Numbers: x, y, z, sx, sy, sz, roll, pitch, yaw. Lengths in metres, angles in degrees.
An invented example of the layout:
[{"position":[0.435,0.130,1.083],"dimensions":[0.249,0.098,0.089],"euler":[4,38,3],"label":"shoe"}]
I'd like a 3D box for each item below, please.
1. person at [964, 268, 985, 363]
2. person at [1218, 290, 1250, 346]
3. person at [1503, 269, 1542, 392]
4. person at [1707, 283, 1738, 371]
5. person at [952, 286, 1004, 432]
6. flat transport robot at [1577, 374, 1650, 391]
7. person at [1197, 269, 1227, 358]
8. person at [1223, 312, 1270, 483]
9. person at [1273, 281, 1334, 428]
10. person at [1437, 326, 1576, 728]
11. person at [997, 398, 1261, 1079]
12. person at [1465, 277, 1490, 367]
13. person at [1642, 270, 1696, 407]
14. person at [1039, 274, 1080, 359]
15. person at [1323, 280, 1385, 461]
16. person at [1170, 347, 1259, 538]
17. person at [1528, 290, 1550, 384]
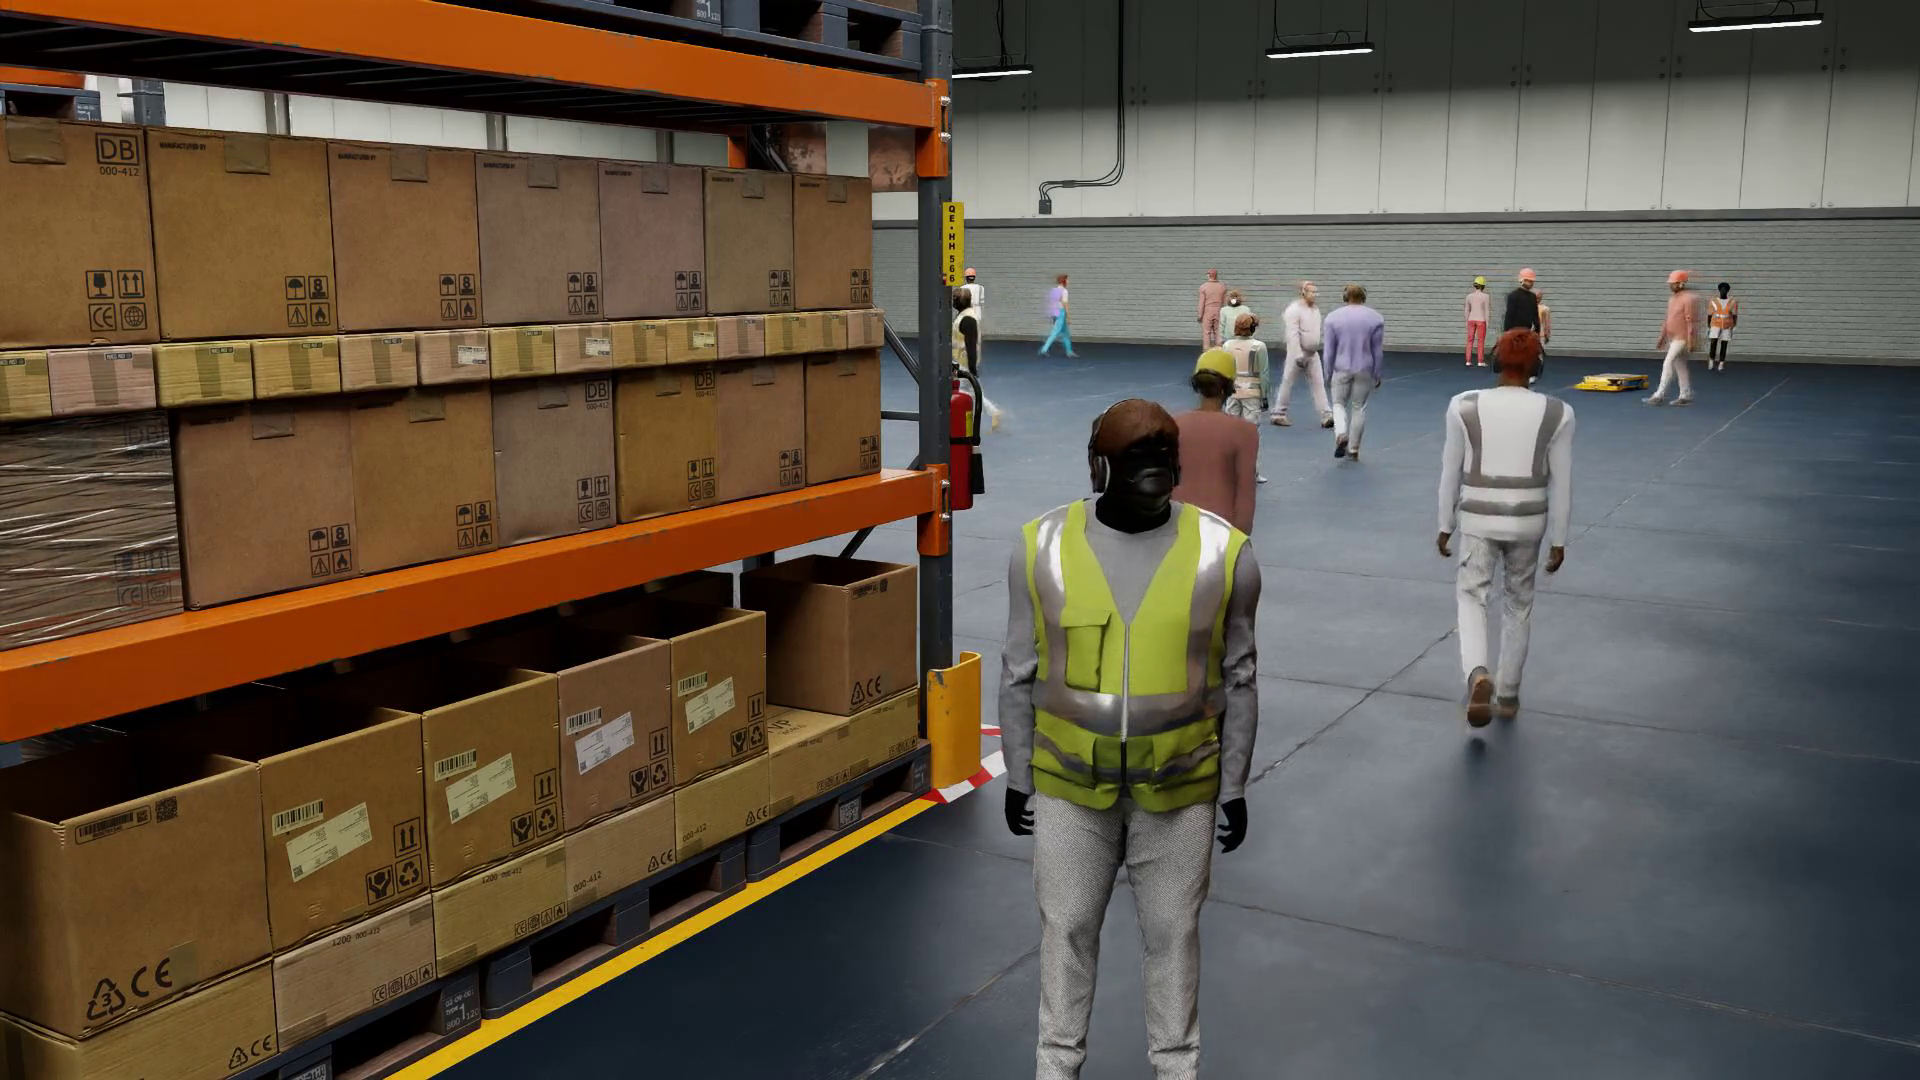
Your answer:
[{"position":[0.224,-4.554,33.804],"dimensions":[0.542,1.937,0.360],"euler":[-4,10,-21],"label":"person"},{"position":[4.536,-3.331,27.552],"dimensions":[0.532,1.617,0.386],"euler":[4,10,20],"label":"person"},{"position":[8.965,-3.282,26.244],"dimensions":[0.654,1.967,0.776],"euler":[-6,12,-33],"label":"person"},{"position":[14.431,-4.024,31.481],"dimensions":[0.538,1.674,0.688],"euler":[3,10,19],"label":"person"},{"position":[0.129,-2.165,20.184],"dimensions":[0.746,1.818,0.626],"euler":[0,10,0],"label":"person"},{"position":[10.666,-2.580,27.119],"dimensions":[0.652,0.197,1.431],"euler":[9,13,41],"label":"flat transport robot"},{"position":[5.297,-4.755,35.055],"dimensions":[0.647,1.913,0.409],"euler":[-3,10,-19],"label":"person"},{"position":[2.734,-1.360,15.976],"dimensions":[0.514,1.641,0.307],"euler":[8,13,40],"label":"person"},{"position":[4.394,-2.334,21.061],"dimensions":[0.646,1.854,1.003],"euler":[-7,12,-37],"label":"person"},{"position":[2.508,-0.053,7.679],"dimensions":[0.591,1.862,0.749],"euler":[3,10,16],"label":"person"},{"position":[0.399,0.580,4.020],"dimensions":[0.629,1.846,0.429],"euler":[1,10,7],"label":"person"},{"position":[10.209,-4.296,32.791],"dimensions":[0.315,1.769,0.523],"euler":[-10,14,-44],"label":"person"},{"position":[10.238,-2.902,24.044],"dimensions":[0.887,1.960,0.659],"euler":[0,10,-1],"label":"person"},{"position":[2.111,-4.761,35.380],"dimensions":[0.943,1.809,0.573],"euler":[-3,10,-17],"label":"person"},{"position":[4.165,-1.780,17.618],"dimensions":[0.624,1.919,0.485],"euler":[2,10,11],"label":"person"},{"position":[1.231,-0.079,8.200],"dimensions":[0.536,1.724,0.871],"euler":[4,11,24],"label":"person"},{"position":[9.790,-3.461,28.394],"dimensions":[0.538,1.592,0.882],"euler":[4,10,20],"label":"person"}]
